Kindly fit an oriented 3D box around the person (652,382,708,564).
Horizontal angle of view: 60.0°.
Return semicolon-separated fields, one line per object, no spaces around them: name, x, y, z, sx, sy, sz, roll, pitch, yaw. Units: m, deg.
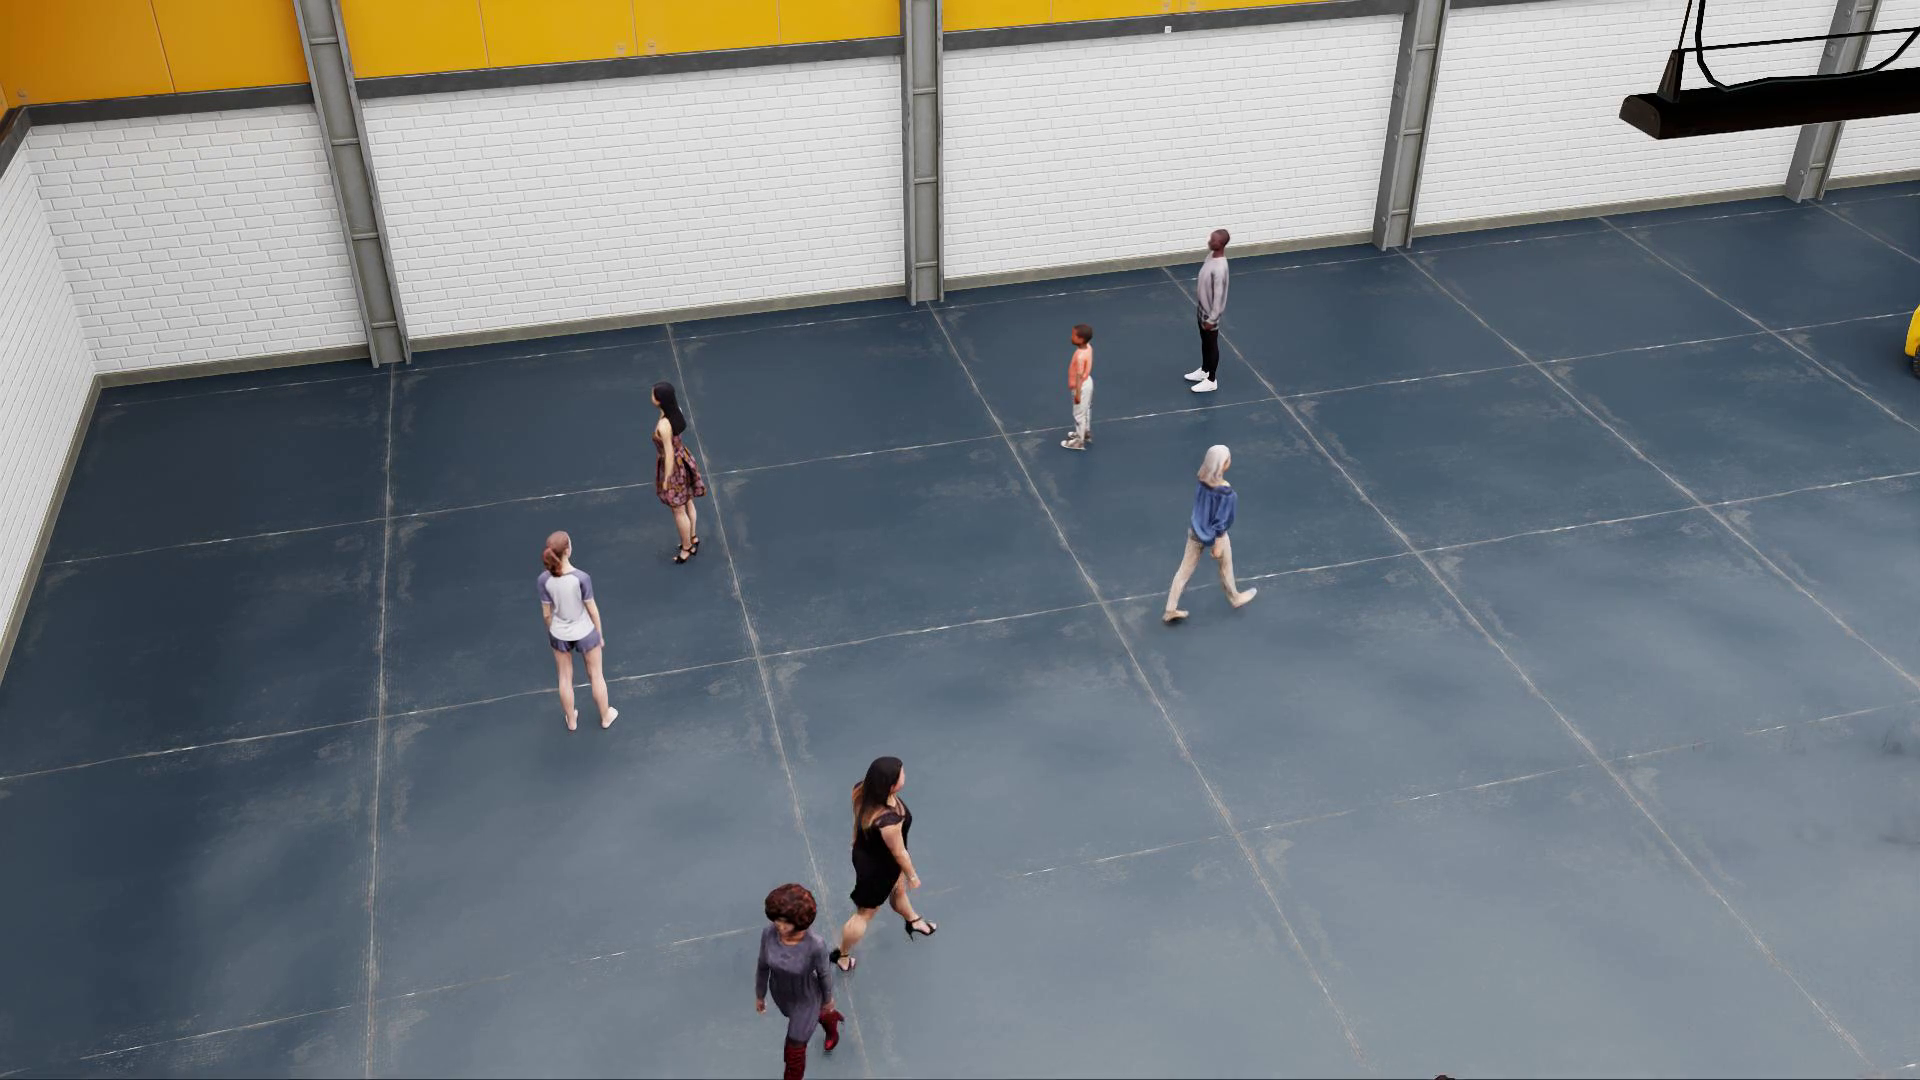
person;-2.489;-0.590;14.498;0.799;1.774;0.772;4;34;7

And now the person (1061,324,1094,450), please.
person;1.199;-1.515;16.309;0.613;1.308;0.575;11;35;16

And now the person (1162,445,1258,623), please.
person;1.974;-0.002;13.725;1.162;1.649;0.809;-17;37;-23

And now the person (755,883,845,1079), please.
person;-0.922;2.622;9.757;1.081;1.672;1.114;16;37;22

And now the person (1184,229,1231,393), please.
person;2.607;-2.389;17.208;0.574;1.770;0.637;-4;34;-6

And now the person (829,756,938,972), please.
person;-0.594;2.100;10.540;1.073;1.675;0.776;-14;36;-20

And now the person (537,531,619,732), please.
person;-2.922;0.700;12.564;0.549;1.765;0.687;-1;34;-2
